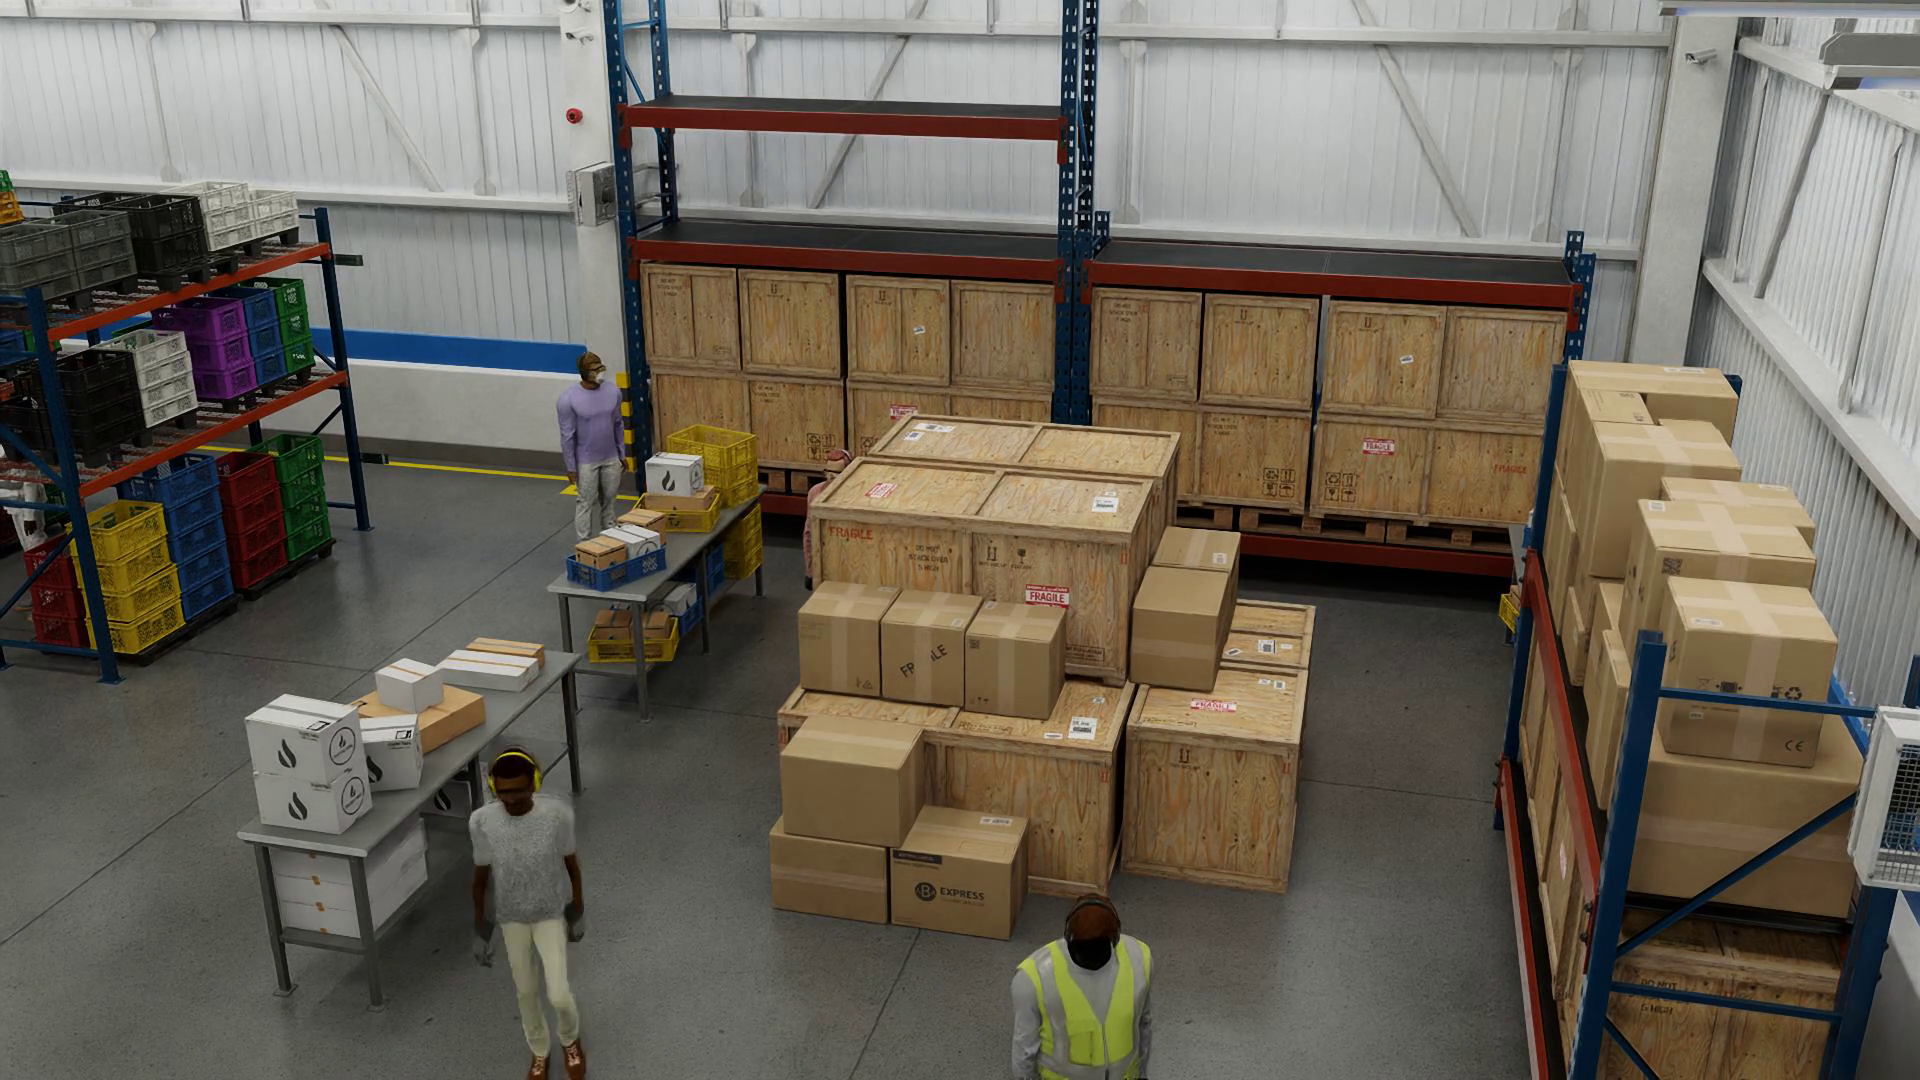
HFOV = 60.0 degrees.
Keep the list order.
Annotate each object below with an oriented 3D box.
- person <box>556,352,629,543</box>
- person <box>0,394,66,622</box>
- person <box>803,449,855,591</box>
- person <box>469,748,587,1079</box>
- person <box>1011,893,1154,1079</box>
[{"bbox_3d":[-3.172,-0.695,14.507,0.632,1.940,0.368,-20,28,-41],"label":"person"},{"bbox_3d":[-7.591,-0.267,13.466,0.356,1.882,0.572,-18,27,-38],"label":"person"},{"bbox_3d":[-0.858,0.255,12.068,0.643,1.908,0.410,9,23,22],"label":"person"},{"bbox_3d":[-2.081,1.838,8.004,0.518,1.855,0.413,-2,21,-4],"label":"person"},{"bbox_3d":[0.521,2.266,6.902,0.624,1.839,0.430,-7,22,-18],"label":"person"}]
